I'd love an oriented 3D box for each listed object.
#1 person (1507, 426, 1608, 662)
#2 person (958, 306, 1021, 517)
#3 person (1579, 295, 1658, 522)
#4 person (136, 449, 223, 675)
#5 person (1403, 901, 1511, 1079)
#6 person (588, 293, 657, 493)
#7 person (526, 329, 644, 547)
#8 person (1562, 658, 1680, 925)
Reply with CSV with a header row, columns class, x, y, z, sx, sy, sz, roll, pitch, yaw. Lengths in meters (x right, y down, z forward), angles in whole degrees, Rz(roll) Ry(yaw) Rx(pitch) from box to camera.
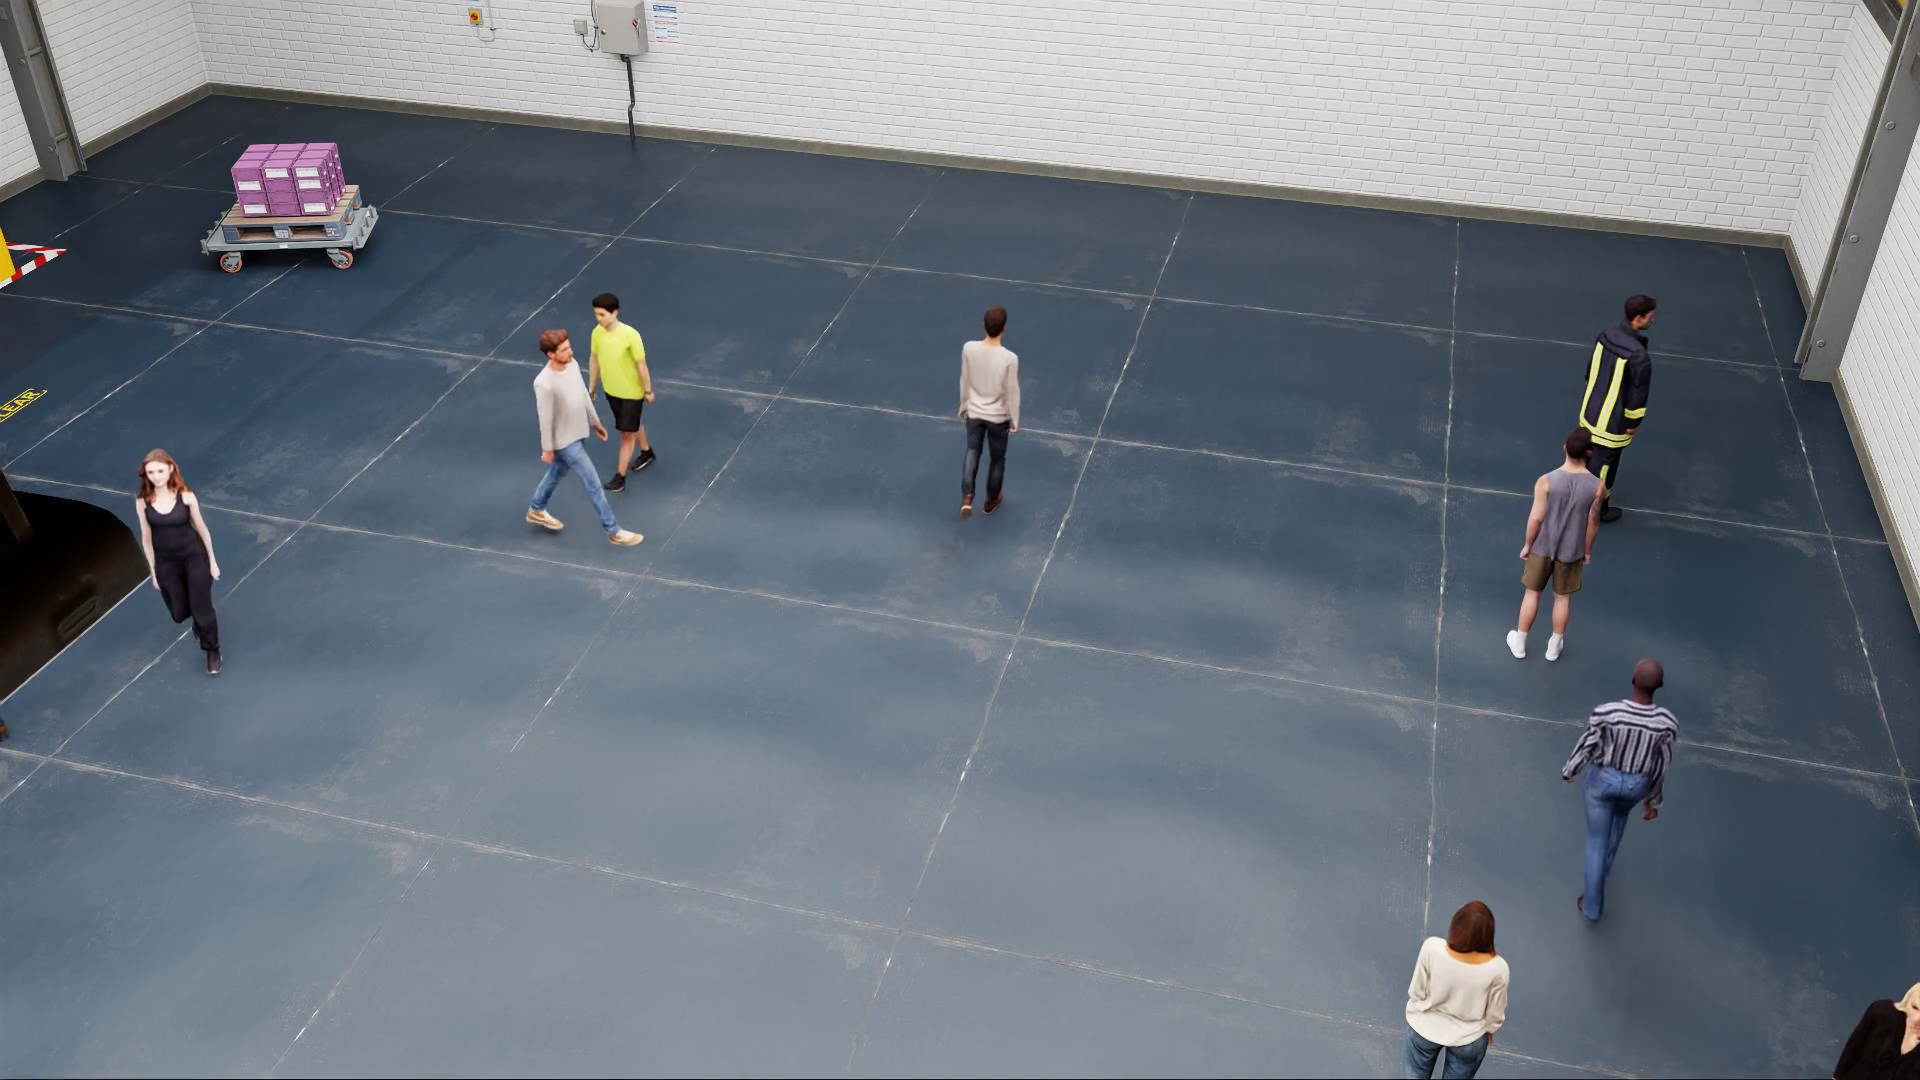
class,x,y,z,sx,sy,sz,roll,pitch,yaw
person,4.160,0.034,11.593,0.632,1.840,0.562,6,34,9
person,0.186,-0.946,13.061,0.740,1.855,0.911,13,36,19
person,5.139,-1.049,13.155,0.951,1.923,0.832,-10,35,-15
person,-5.415,0.097,11.597,0.821,1.739,0.924,-10,35,-14
person,2.405,2.399,8.185,0.642,1.683,0.580,14,36,19
person,-2.732,-1.293,13.748,0.822,1.674,1.071,17,37,24
person,-3.112,-0.785,12.827,0.757,1.848,1.205,7,34,10
person,3.744,1.495,9.464,0.737,1.772,0.890,3,34,5
